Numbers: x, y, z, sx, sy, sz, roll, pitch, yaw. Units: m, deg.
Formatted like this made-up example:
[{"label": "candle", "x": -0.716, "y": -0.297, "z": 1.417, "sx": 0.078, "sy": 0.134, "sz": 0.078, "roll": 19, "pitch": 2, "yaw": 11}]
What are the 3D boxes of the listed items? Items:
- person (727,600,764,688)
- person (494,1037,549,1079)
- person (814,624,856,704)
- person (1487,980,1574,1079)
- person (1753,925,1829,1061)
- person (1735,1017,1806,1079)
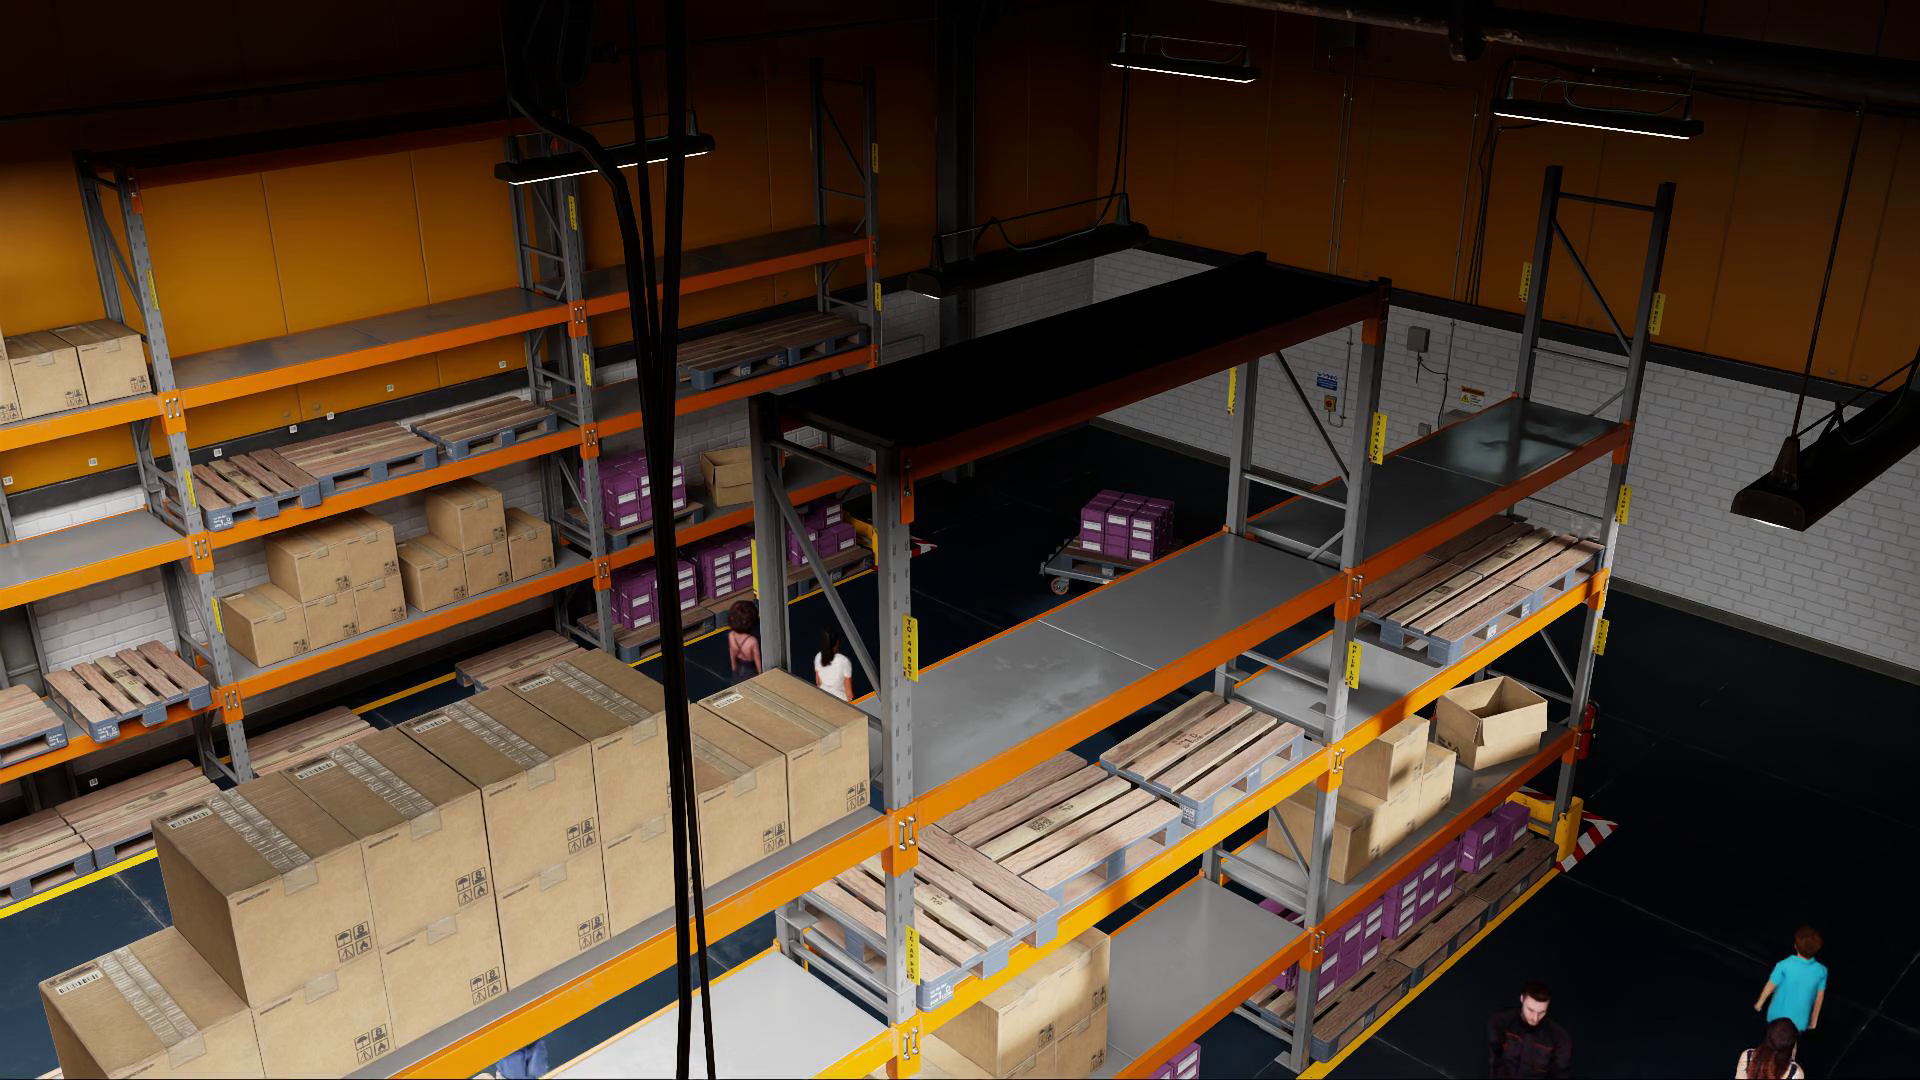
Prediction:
[{"label": "person", "x": -2.043, "y": 1.410, "z": 15.916, "sx": 0.595, "sy": 1.787, "sz": 0.590, "roll": 16, "pitch": 28, "yaw": 33}, {"label": "person", "x": -2.858, "y": 3.541, "z": 11.169, "sx": 0.626, "sy": 1.685, "sz": 0.607, "roll": 20, "pitch": 31, "yaw": 38}, {"label": "person", "x": -1.215, "y": 1.616, "z": 15.660, "sx": 0.720, "sy": 1.615, "sz": 0.697, "roll": 14, "pitch": 27, "yaw": 29}, {"label": "person", "x": 3.669, "y": 3.580, "z": 10.858, "sx": 0.963, "sy": 1.862, "sz": 1.287, "roll": 12, "pitch": 26, "yaw": 25}, {"label": "person", "x": 5.915, "y": 3.399, "z": 11.801, "sx": 0.685, "sy": 1.438, "sz": 0.746, "roll": 1, "pitch": 24, "yaw": 1}, {"label": "person", "x": 5.096, "y": 3.791, "z": 10.656, "sx": 0.667, "sy": 1.637, "sz": 0.726, "roll": 12, "pitch": 26, "yaw": 25}]
